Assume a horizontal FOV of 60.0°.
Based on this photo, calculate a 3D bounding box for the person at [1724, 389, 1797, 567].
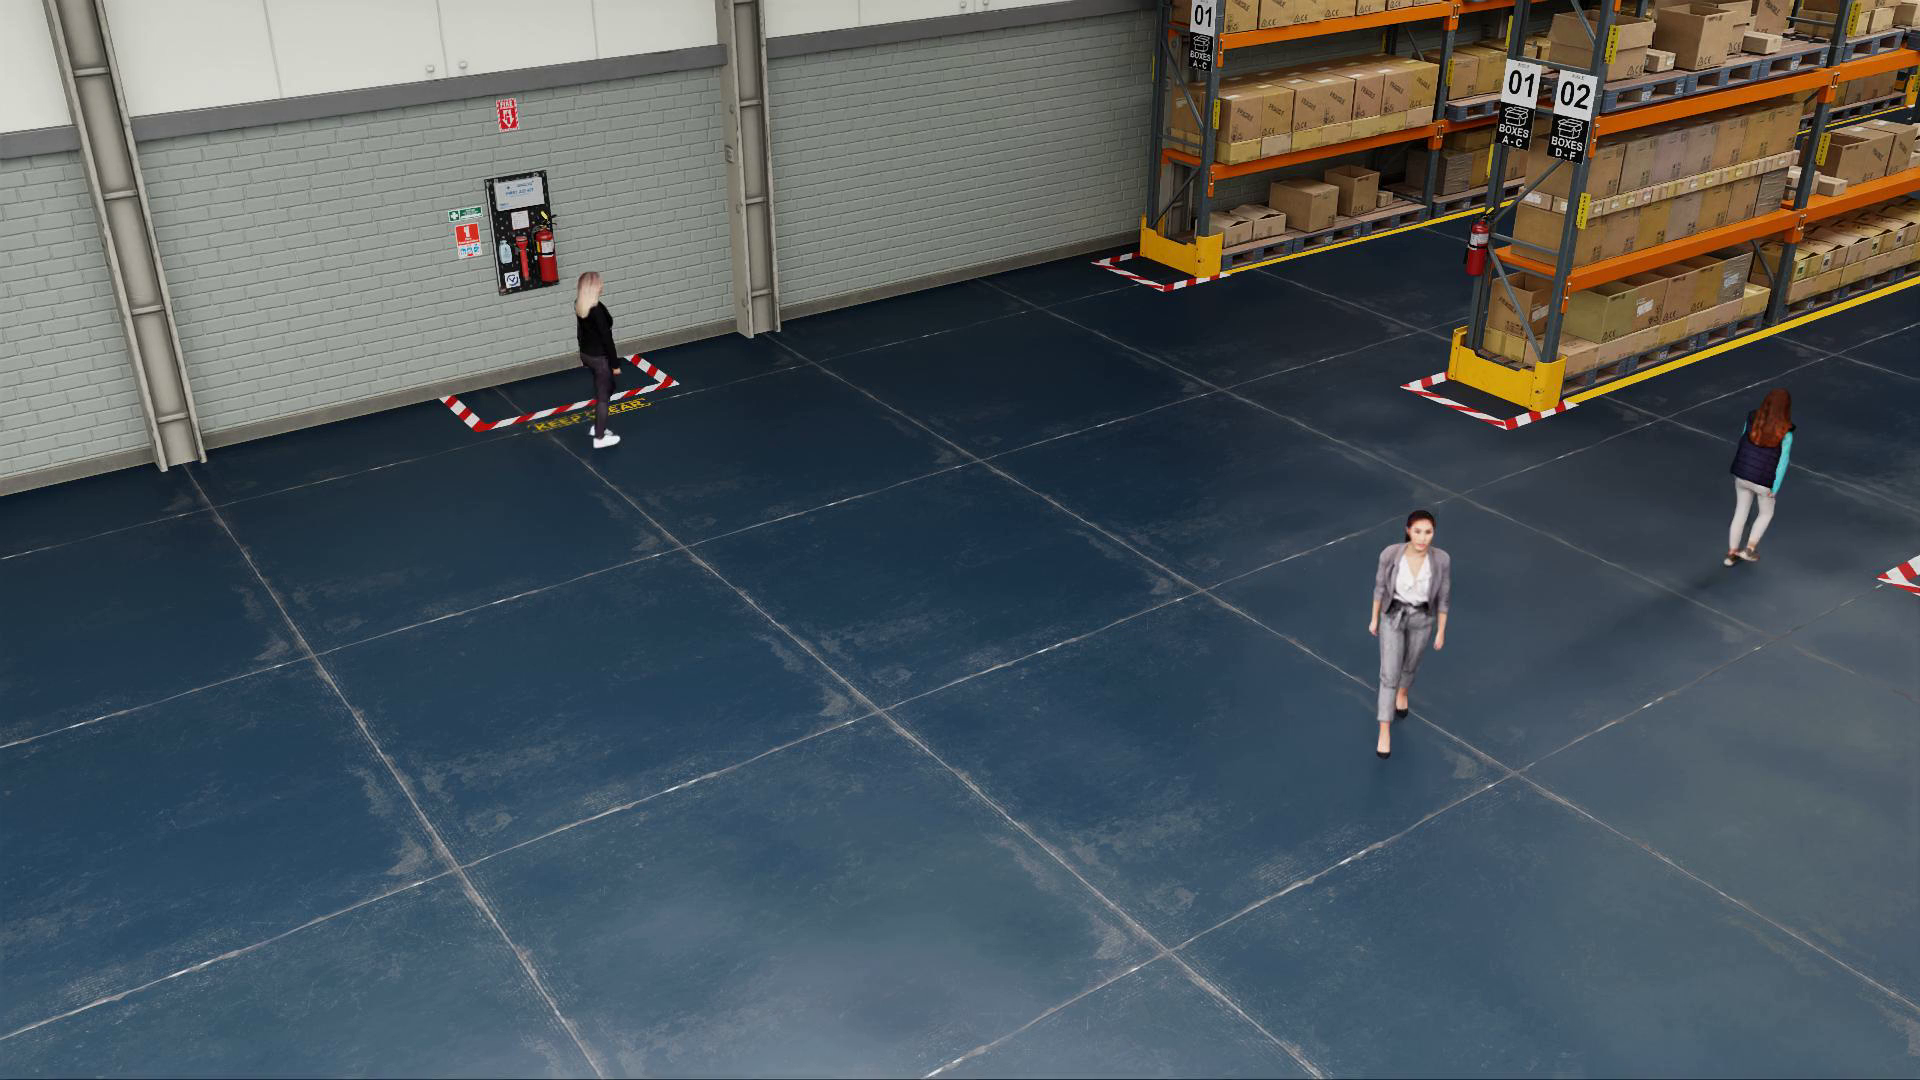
[{"bbox_3d":[6.234,-0.474,13.088,0.615,1.490,0.592,-22,35,-36],"label":"person"}]

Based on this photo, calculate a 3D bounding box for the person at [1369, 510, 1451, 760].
[{"bbox_3d":[2.953,0.545,10.951,1.031,1.635,1.099,5,28,10],"label":"person"}]

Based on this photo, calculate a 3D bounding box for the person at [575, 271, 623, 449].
[{"bbox_3d":[-3.365,-1.598,15.075,0.583,1.670,0.637,-21,34,-35],"label":"person"}]
